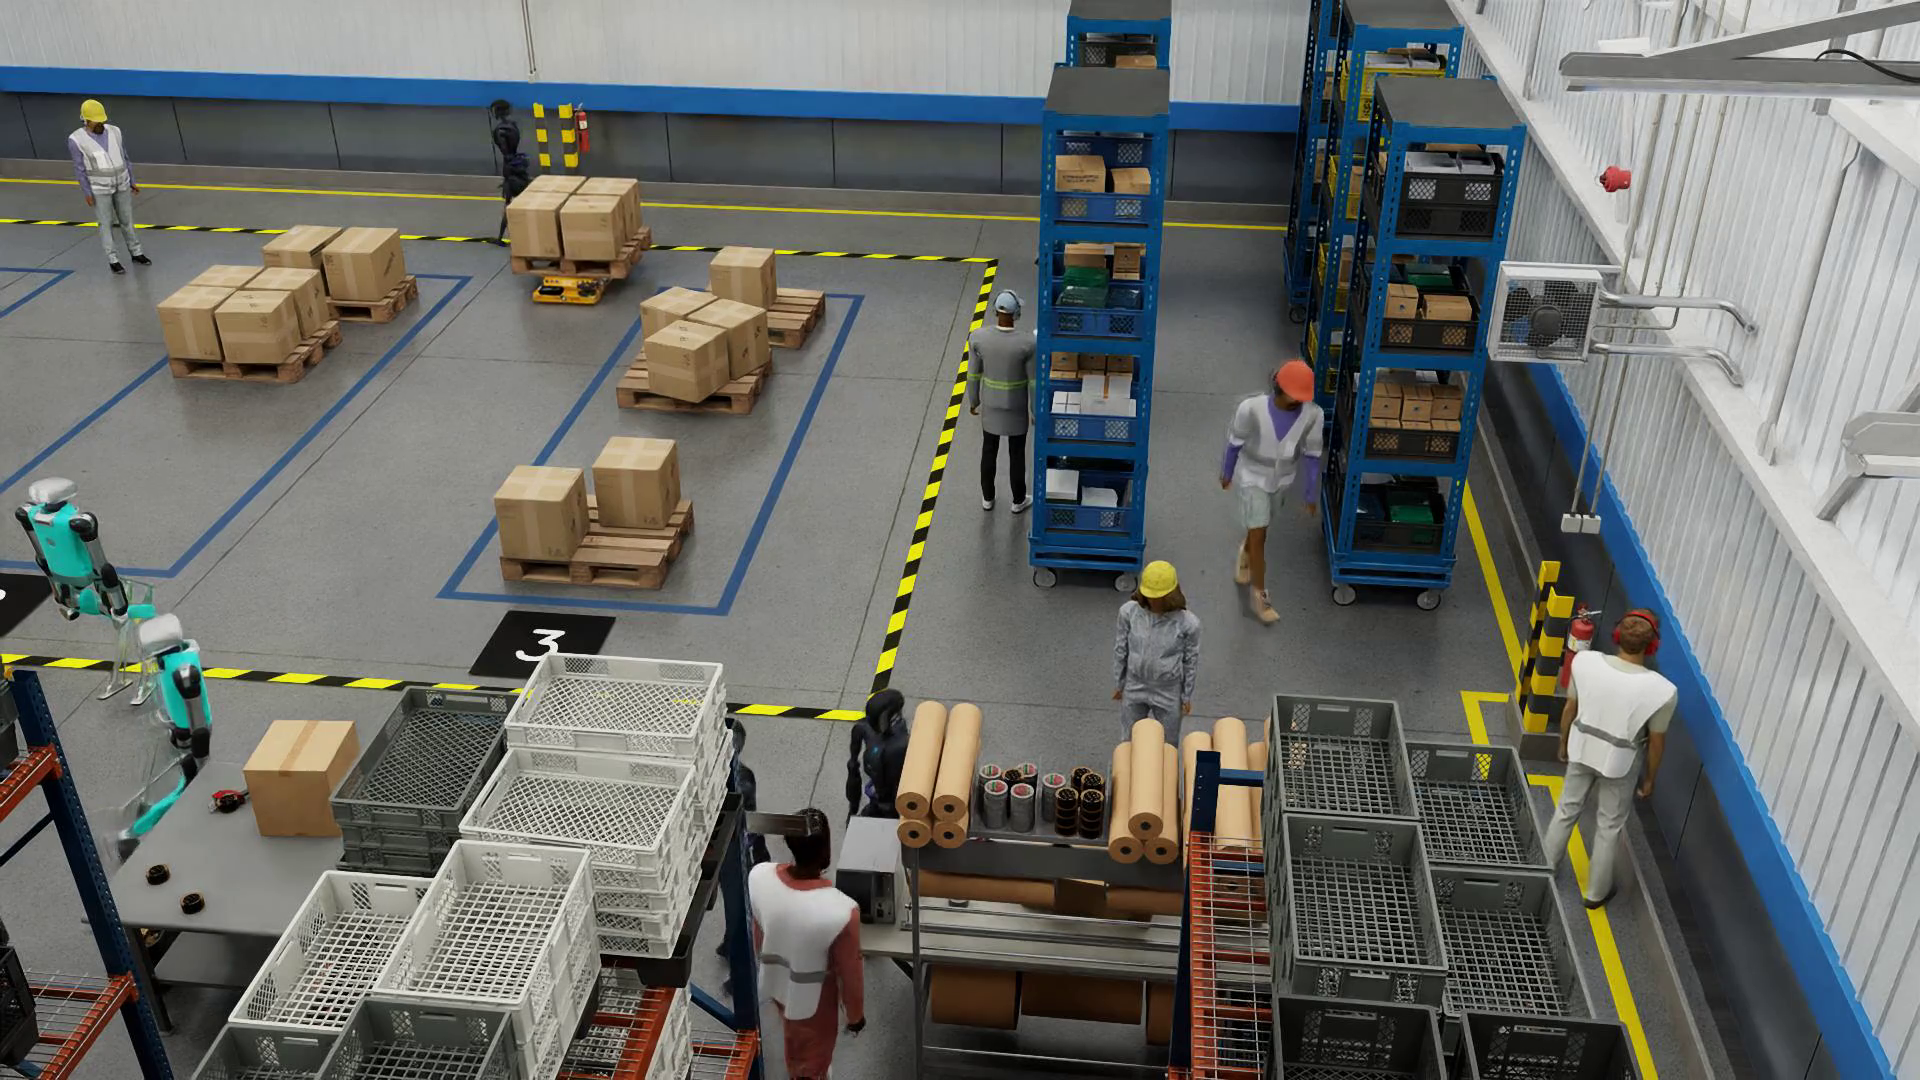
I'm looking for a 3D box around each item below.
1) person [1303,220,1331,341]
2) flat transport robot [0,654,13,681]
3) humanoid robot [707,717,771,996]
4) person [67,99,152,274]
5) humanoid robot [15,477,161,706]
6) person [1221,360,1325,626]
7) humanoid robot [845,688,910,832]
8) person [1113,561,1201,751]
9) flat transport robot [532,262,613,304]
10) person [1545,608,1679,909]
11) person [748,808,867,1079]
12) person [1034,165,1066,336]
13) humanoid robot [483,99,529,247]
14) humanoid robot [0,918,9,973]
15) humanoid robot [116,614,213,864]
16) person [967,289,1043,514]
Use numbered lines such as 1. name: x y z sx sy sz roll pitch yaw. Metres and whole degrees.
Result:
1. person: 3.335 -2.278 14.995 0.315 1.869 0.521 26 39 37
2. flat transport robot: -7.142 0.969 11.010 1.431 0.231 0.659 3 30 6
3. humanoid robot: -1.159 1.608 8.509 0.359 1.646 0.594 -24 38 -35
4. person: -8.969 -3.737 17.546 0.403 1.824 0.588 20 36 31
5. humanoid robot: -5.441 0.259 10.635 0.533 1.677 0.735 8 31 14
6. person: 2.195 -0.396 11.667 0.615 1.955 1.052 -3 30 -6
7. humanoid robot: -0.341 1.473 8.777 0.614 1.665 0.616 22 37 33
8. person: 1.127 0.872 9.707 0.488 1.742 0.320 10 32 17
9. flat transport robot: -3.967 -2.856 17.552 0.652 0.197 1.431 3 30 6
10. person: 3.508 1.204 9.049 0.562 1.836 0.386 24 38 35
11. person: -0.667 2.031 7.581 0.592 1.890 0.612 21 36 32
12. person: 0.934 -2.818 15.923 0.529 1.869 0.316 -20 35 -30
13. humanoid robot: -4.920 -4.023 18.216 0.760 1.621 0.584 -2 30 -4
14. humanoid robot: -5.023 1.814 8.159 0.615 1.650 0.354 3 30 5
15. humanoid robot: -4.427 1.282 9.038 0.986 1.775 0.530 -19 35 -29
16. person: 0.360 -1.081 12.956 0.598 1.850 0.385 8 31 13
